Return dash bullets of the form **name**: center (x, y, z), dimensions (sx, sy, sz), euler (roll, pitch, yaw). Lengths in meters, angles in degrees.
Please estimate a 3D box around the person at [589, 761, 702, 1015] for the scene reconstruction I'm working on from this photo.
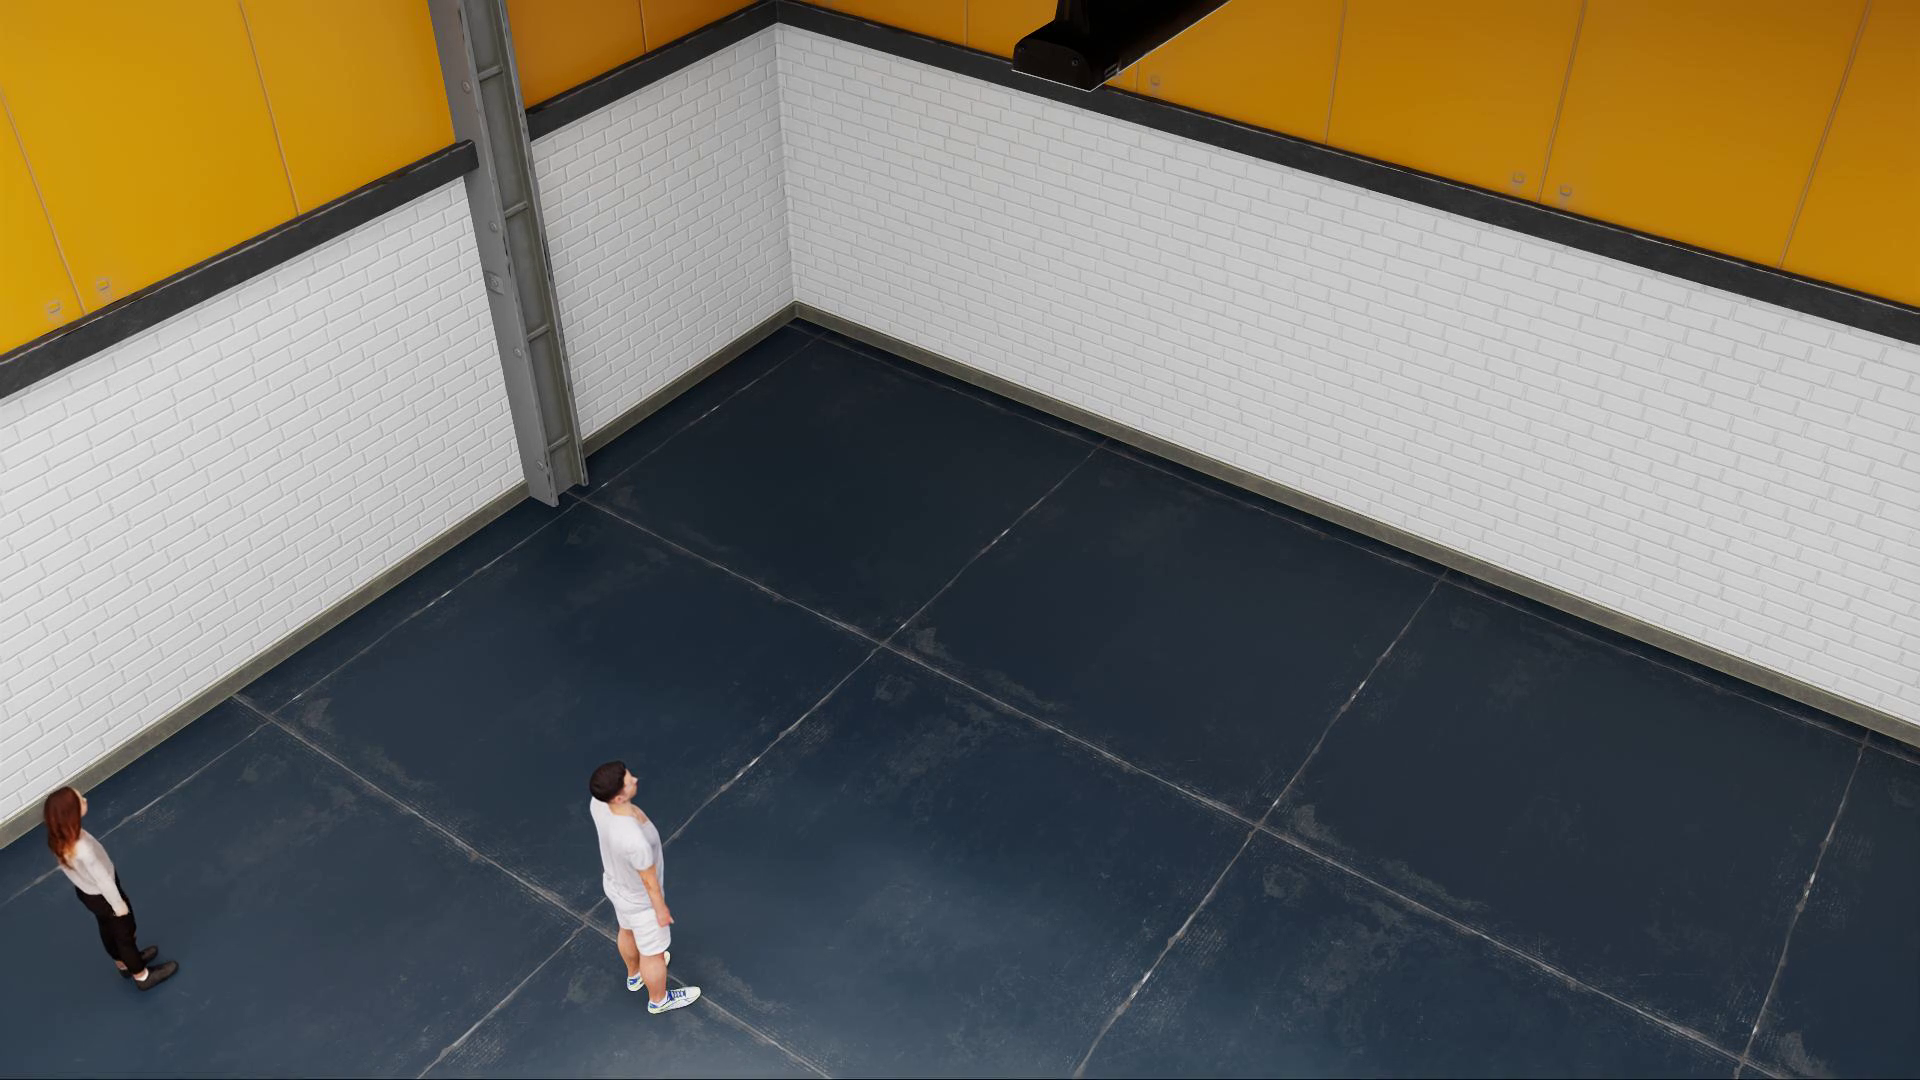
- **person**: center (-1.771, 1.880, 9.037), dimensions (0.681, 1.856, 0.743), euler (-26, 45, -29)

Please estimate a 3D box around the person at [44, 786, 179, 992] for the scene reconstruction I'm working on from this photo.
- **person**: center (-4.795, 1.952, 9.246), dimensions (0.563, 1.483, 0.519), euler (28, 47, 31)
